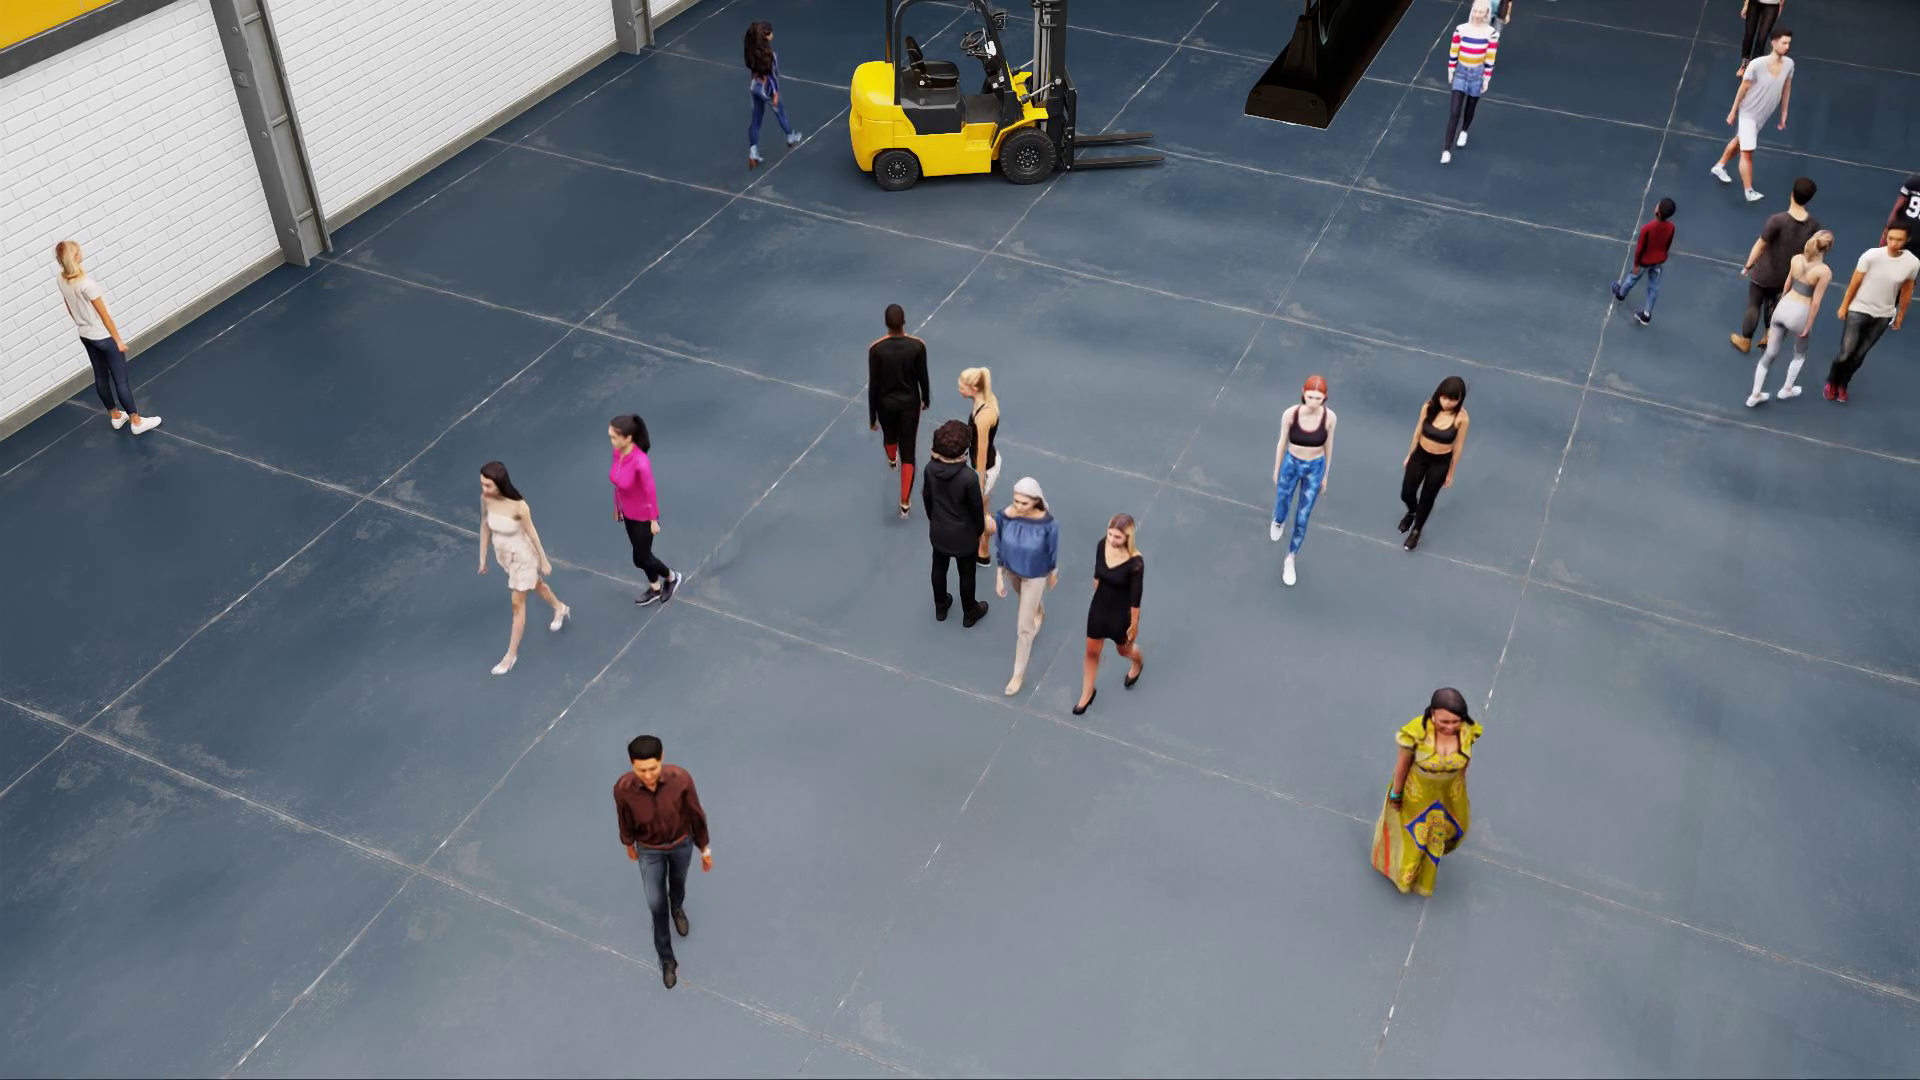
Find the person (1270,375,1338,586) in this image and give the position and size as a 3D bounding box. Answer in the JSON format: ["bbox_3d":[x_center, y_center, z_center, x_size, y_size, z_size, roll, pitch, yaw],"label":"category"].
[{"bbox_3d":[2.591,-0.522,12.641,0.721,1.773,0.926,4,39,5],"label":"person"}]

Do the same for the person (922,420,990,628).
[{"bbox_3d":[-0.040,-0.104,12.103,0.606,1.781,0.577,17,42,20],"label":"person"}]

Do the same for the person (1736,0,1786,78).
[{"bbox_3d":[9.665,-6.436,20.016,0.592,1.801,0.896,18,42,21],"label":"person"}]

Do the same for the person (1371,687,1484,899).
[{"bbox_3d":[2.856,1.468,10.252,0.985,1.645,1.054,-5,39,-6],"label":"person"}]

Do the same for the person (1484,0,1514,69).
[{"bbox_3d":[6.584,-6.473,20.358,0.613,1.433,0.643,29,47,31],"label":"person"}]

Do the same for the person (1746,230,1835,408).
[{"bbox_3d":[7.159,-1.891,14.422,0.908,1.680,0.791,-24,45,-27],"label":"person"}]

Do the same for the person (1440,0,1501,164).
[{"bbox_3d":[5.659,-5.113,18.389,0.696,1.765,1.134,14,41,16],"label":"person"}]

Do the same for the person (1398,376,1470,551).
[{"bbox_3d":[3.697,-0.646,12.904,0.598,1.629,0.644,24,45,27],"label":"person"}]

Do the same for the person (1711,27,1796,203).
[{"bbox_3d":[8.397,-4.564,17.671,1.167,1.801,1.317,-8,39,-9],"label":"person"}]

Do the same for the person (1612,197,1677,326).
[{"bbox_3d":[6.537,-2.613,15.686,0.770,1.230,0.933,-3,39,-3],"label":"person"}]

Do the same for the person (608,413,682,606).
[{"bbox_3d":[-2.309,-0.234,12.349,0.734,1.688,0.692,-31,48,-33],"label":"person"}]

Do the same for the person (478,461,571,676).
[{"bbox_3d":[-3.097,0.106,11.918,0.683,1.684,1.069,20,43,23],"label":"person"}]

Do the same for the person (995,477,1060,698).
[{"bbox_3d":[0.491,0.191,11.850,0.618,1.647,1.174,15,41,18],"label":"person"}]

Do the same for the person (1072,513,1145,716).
[{"bbox_3d":[1.119,0.477,11.475,0.757,1.658,0.963,30,48,32],"label":"person"}]

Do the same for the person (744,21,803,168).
[{"bbox_3d":[-2.191,-4.863,18.226,0.708,1.577,1.048,22,44,25],"label":"person"}]

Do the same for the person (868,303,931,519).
[{"bbox_3d":[-0.479,-0.995,13.241,1.053,1.755,1.288,-3,39,-4],"label":"person"}]

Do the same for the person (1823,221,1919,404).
[{"bbox_3d":[7.939,-2.033,14.523,0.718,1.786,0.714,7,39,9],"label":"person"}]

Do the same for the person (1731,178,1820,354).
[{"bbox_3d":[7.423,-2.422,15.074,0.775,1.696,0.810,-2,39,-2],"label":"person"}]

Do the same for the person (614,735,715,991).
[{"bbox_3d":[-1.757,1.730,9.828,0.968,1.755,1.036,-12,40,-15],"label":"person"}]

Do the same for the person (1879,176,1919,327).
[{"bbox_3d":[8.946,-2.853,15.597,0.696,1.718,0.724,27,46,30],"label":"person"}]

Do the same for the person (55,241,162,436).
[{"bbox_3d":[-7.304,-1.712,14.096,0.597,1.808,0.489,17,42,20],"label":"person"}]
